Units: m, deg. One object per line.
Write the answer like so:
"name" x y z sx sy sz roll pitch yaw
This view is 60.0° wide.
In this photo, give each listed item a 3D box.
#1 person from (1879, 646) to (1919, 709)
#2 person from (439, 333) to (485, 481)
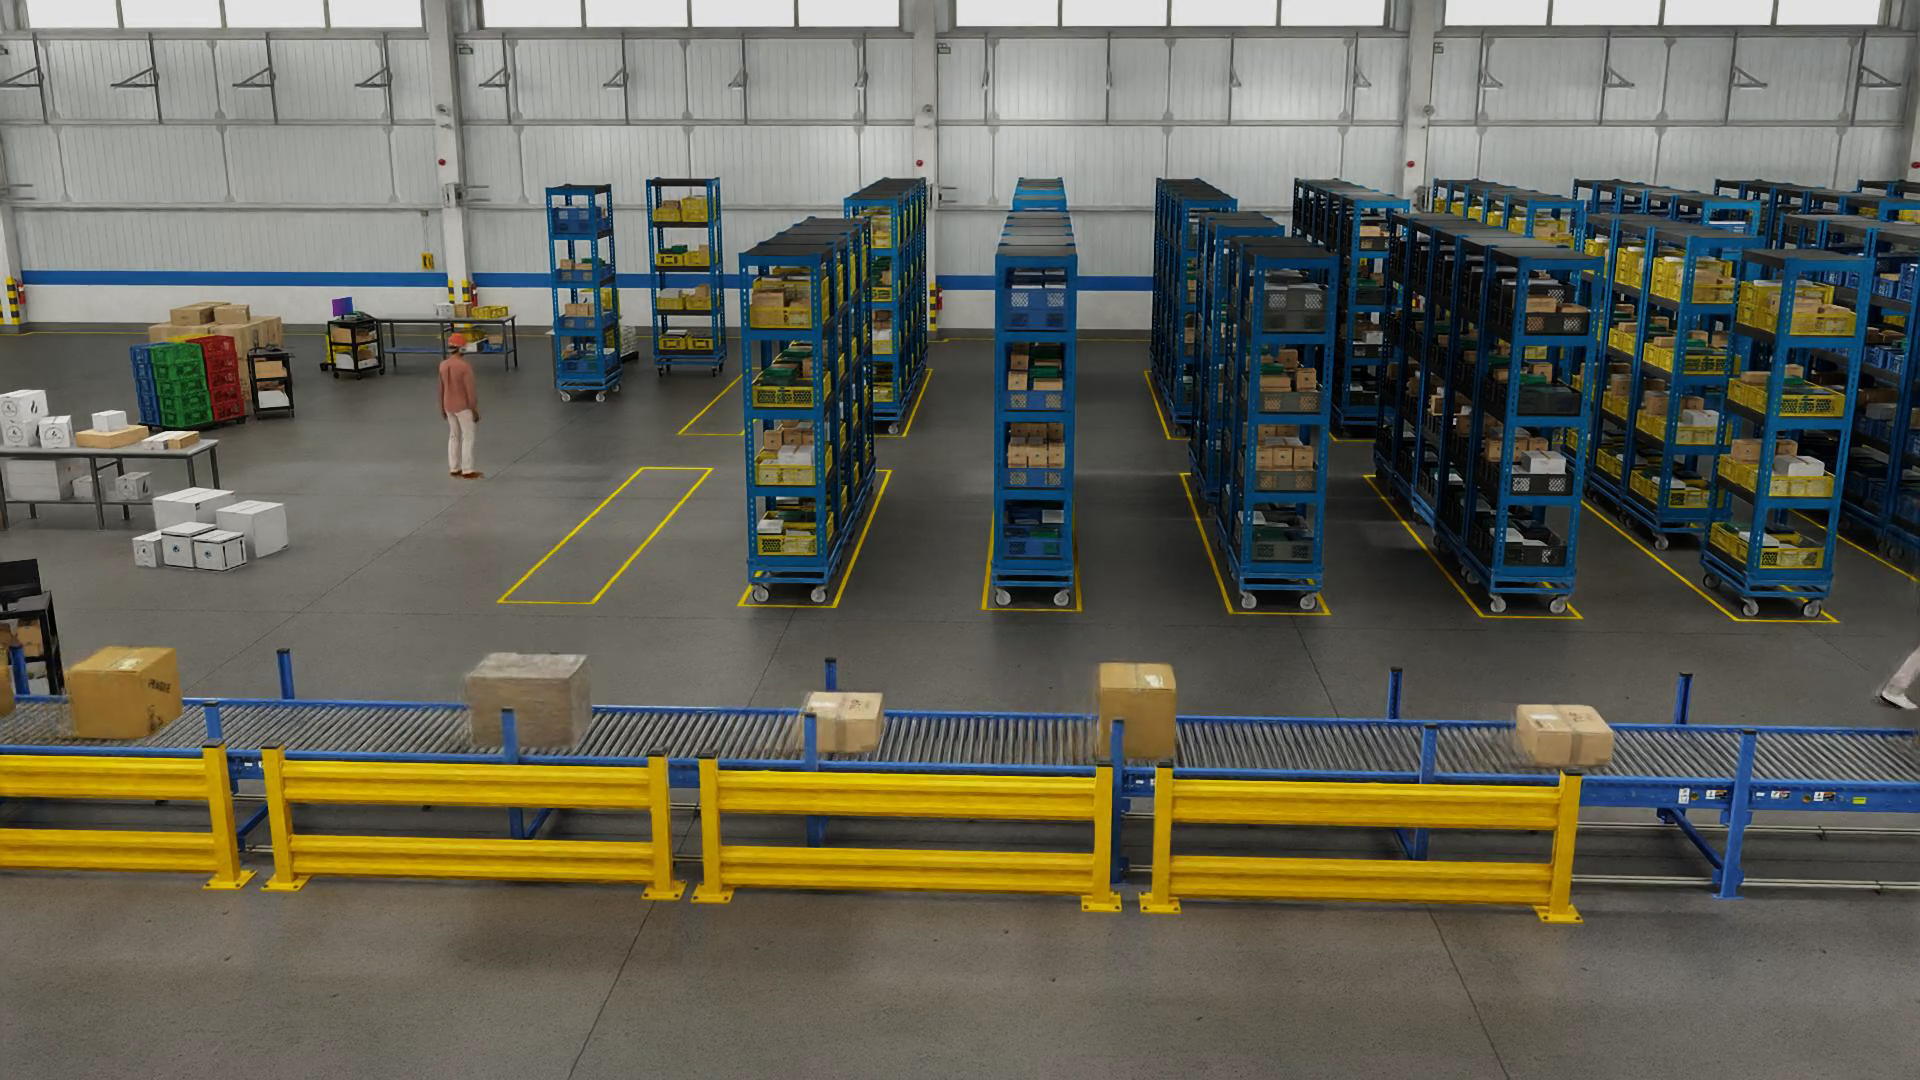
"person" 8.347 0.560 13.956 1.015 1.861 0.651 3 15 13
"person" -6.747 -1.802 22.467 0.685 1.980 0.429 10 18 34
